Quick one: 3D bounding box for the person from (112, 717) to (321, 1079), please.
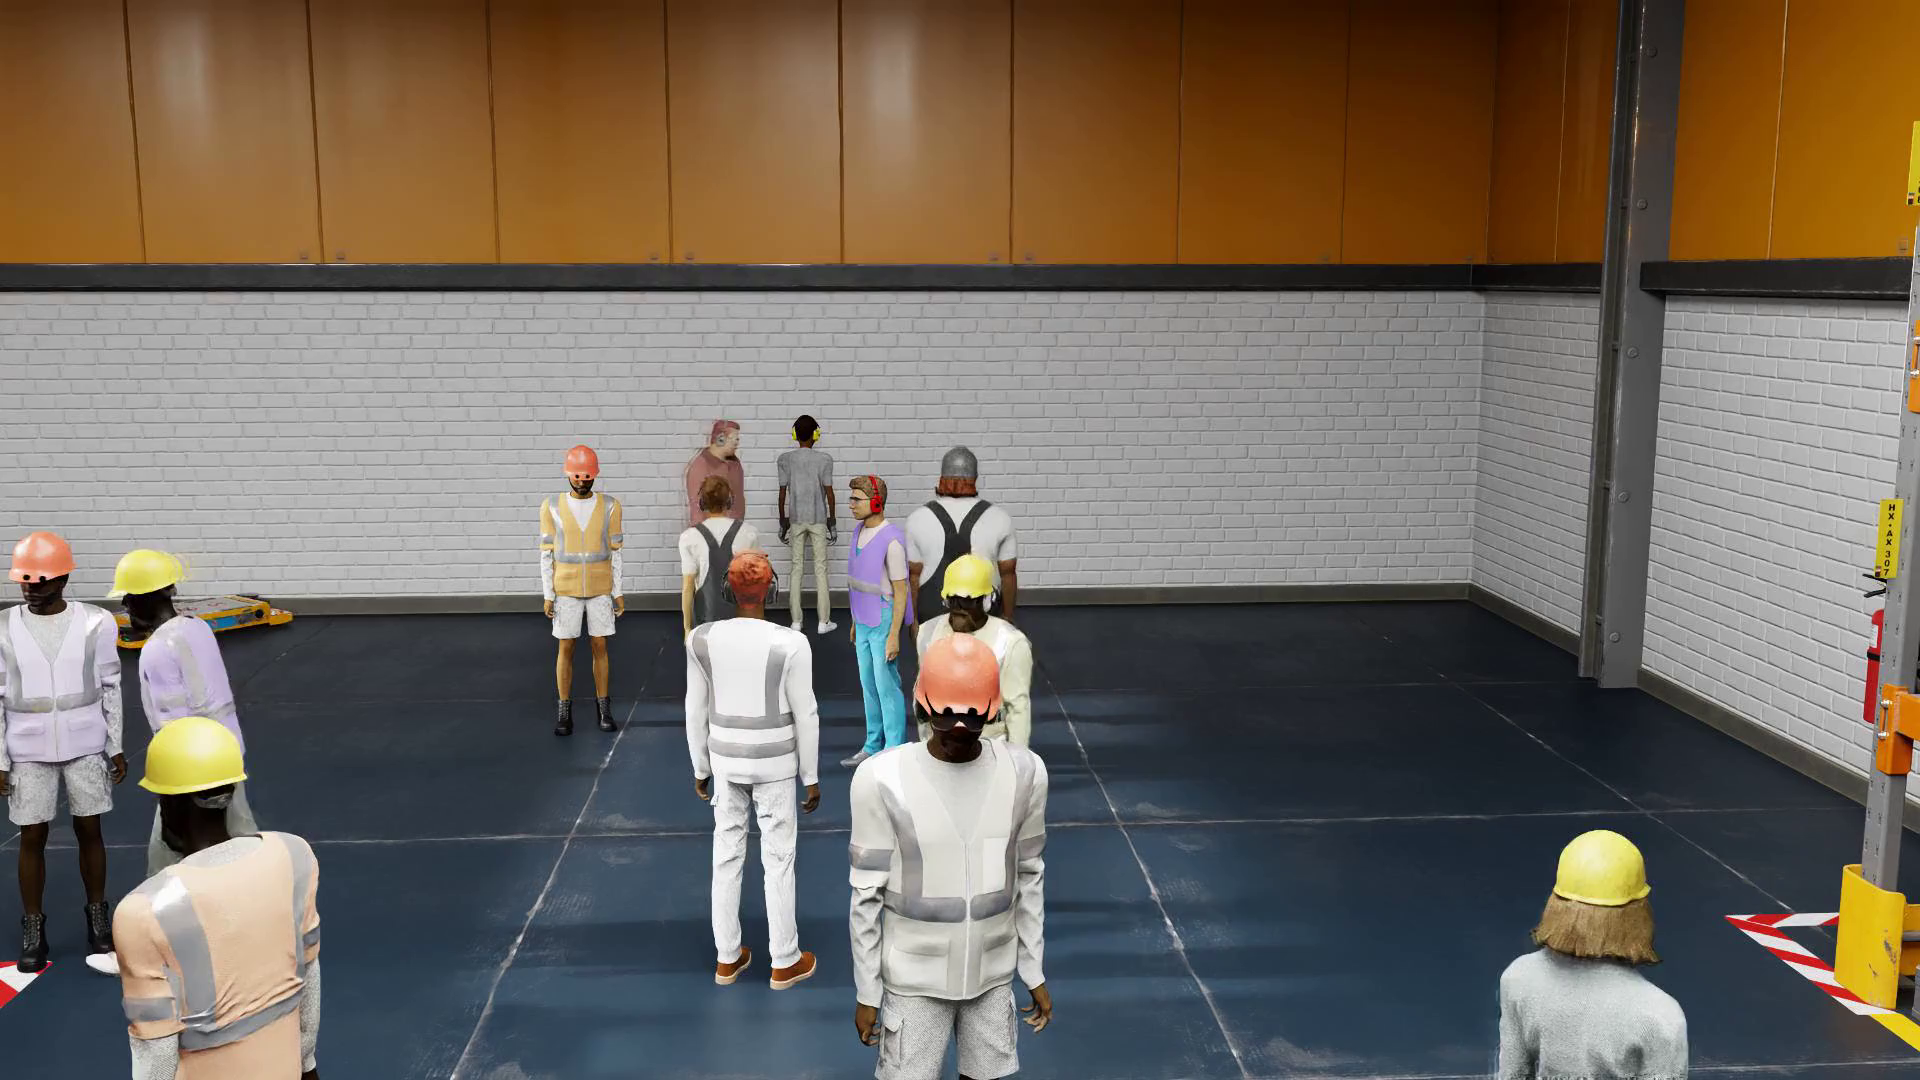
[{"bbox_3d":[-1.900,1.399,4.287,0.387,1.926,0.591,4,10,24],"label":"person"}]

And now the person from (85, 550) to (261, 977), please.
[{"bbox_3d":[-3.363,0.966,7.234,0.835,1.864,0.615,0,9,-3],"label":"person"}]

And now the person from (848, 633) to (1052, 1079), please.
[{"bbox_3d":[-0.015,1.260,4.829,0.605,2.034,0.392,-3,10,-18],"label":"person"}]

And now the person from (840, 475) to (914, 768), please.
[{"bbox_3d":[-0.487,0.522,10.050,0.373,1.843,0.571,-5,10,-28],"label":"person"}]

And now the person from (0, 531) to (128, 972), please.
[{"bbox_3d":[-3.961,0.914,7.311,0.546,1.934,0.376,-5,10,-30],"label":"person"}]

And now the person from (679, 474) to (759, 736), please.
[{"bbox_3d":[-1.479,0.495,10.341,0.499,1.822,0.816,-2,9,-10],"label":"person"}]

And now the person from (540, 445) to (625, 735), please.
[{"bbox_3d":[-2.488,0.329,11.004,0.543,1.929,0.372,-3,9,-17],"label":"person"}]

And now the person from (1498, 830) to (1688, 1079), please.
[{"bbox_3d":[1.483,1.547,3.967,0.638,1.725,0.519,-5,11,-31],"label":"person"}]

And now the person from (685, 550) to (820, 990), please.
[{"bbox_3d":[-0.869,0.976,7.076,0.584,1.884,0.348,2,9,15],"label":"person"}]

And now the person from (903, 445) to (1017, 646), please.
[{"bbox_3d":[0.000,0.417,10.095,0.693,2.000,0.859,0,9,2],"label":"person"}]

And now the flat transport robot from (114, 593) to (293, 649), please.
[{"bbox_3d":[-6.481,0.670,14.051,0.652,0.197,1.431,7,11,37],"label":"flat transport robot"}]

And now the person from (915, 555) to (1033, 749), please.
[{"bbox_3d":[0.040,0.956,7.563,0.606,1.793,0.857,4,10,24],"label":"person"}]

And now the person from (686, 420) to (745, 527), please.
[{"bbox_3d":[-1.894,-0.019,13.326,0.544,1.878,0.696,5,10,30],"label":"person"}]

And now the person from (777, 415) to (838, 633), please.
[{"bbox_3d":[-1.288,-0.131,14.097,0.512,1.865,0.329,1,9,6],"label":"person"}]
